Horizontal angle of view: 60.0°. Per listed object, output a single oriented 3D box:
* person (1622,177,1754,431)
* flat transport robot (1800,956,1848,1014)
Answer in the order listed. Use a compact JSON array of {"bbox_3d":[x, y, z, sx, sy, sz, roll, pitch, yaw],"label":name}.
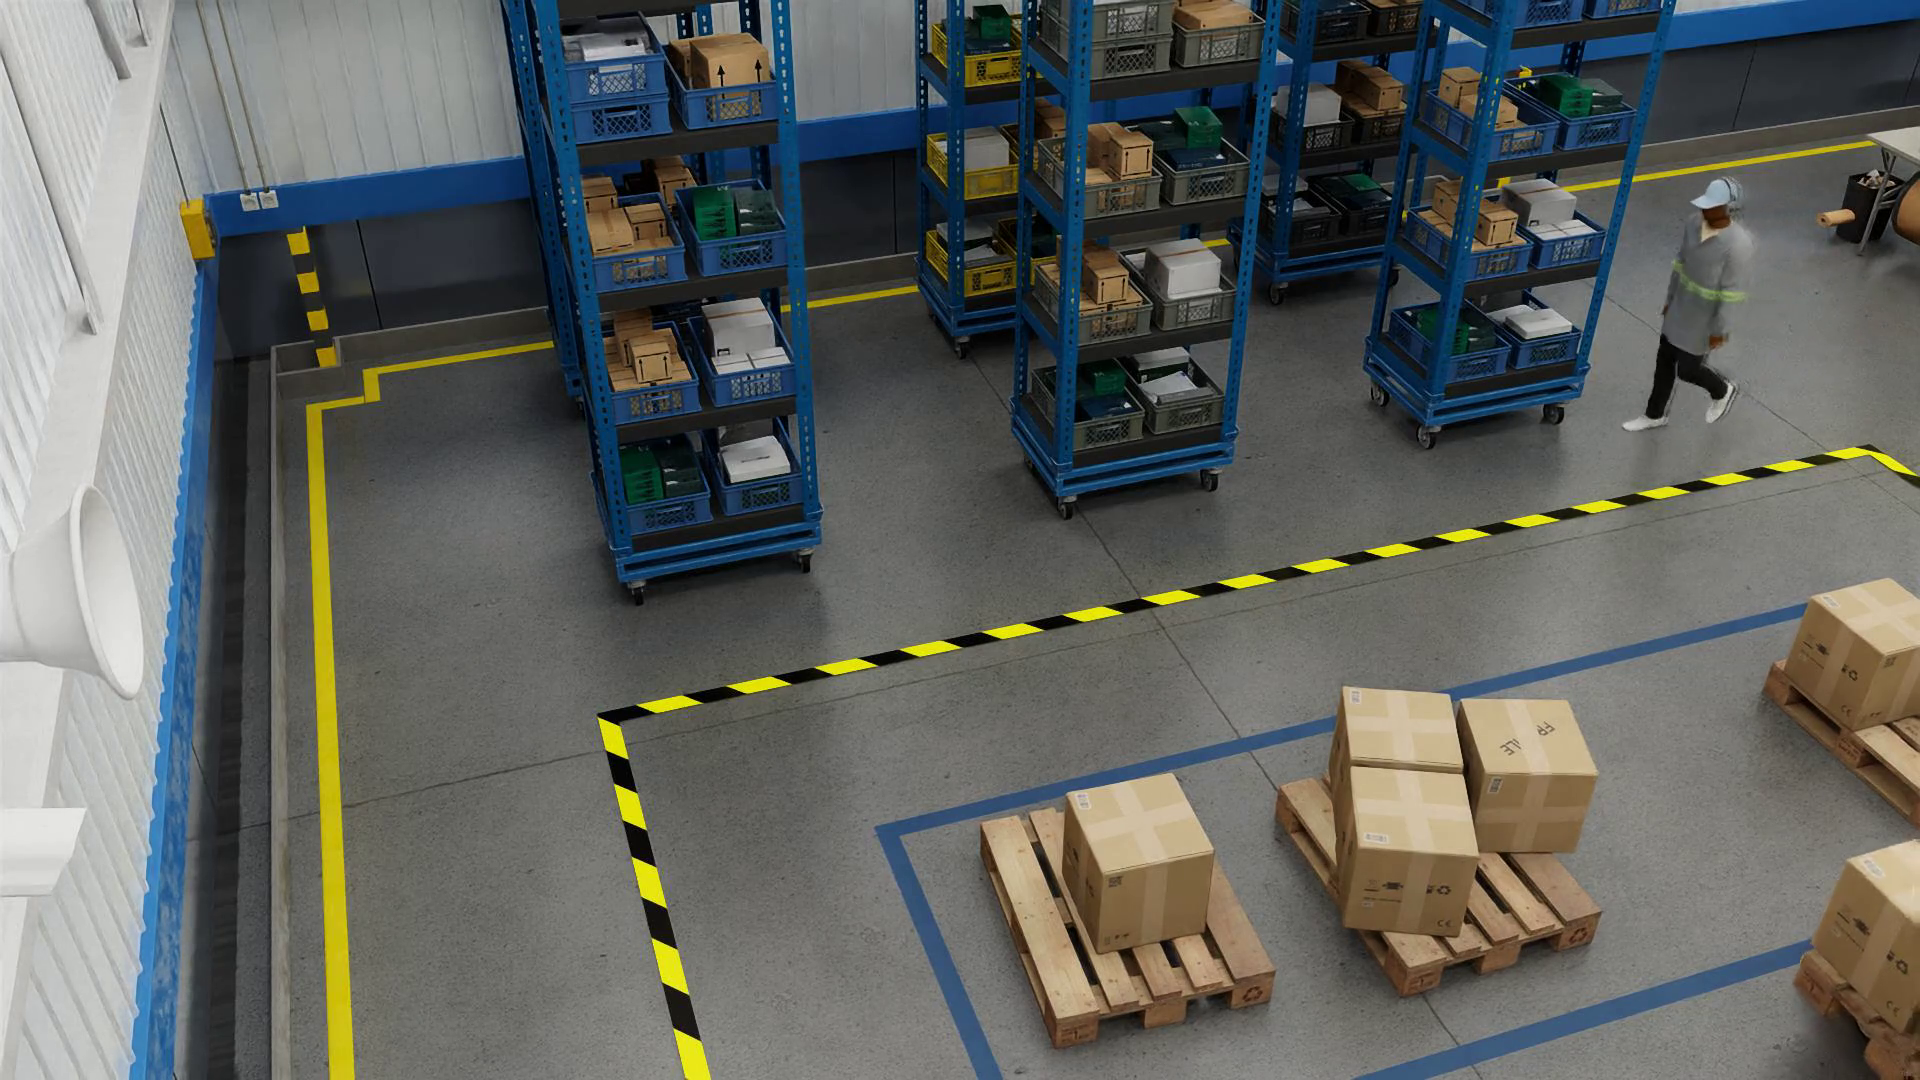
[{"bbox_3d":[4.849,-1.509,10.840,0.616,1.835,0.588,-10,36,-14],"label":"person"},{"bbox_3d":[4.312,2.162,6.965,0.652,0.197,1.431,-11,37,-15],"label":"flat transport robot"}]
